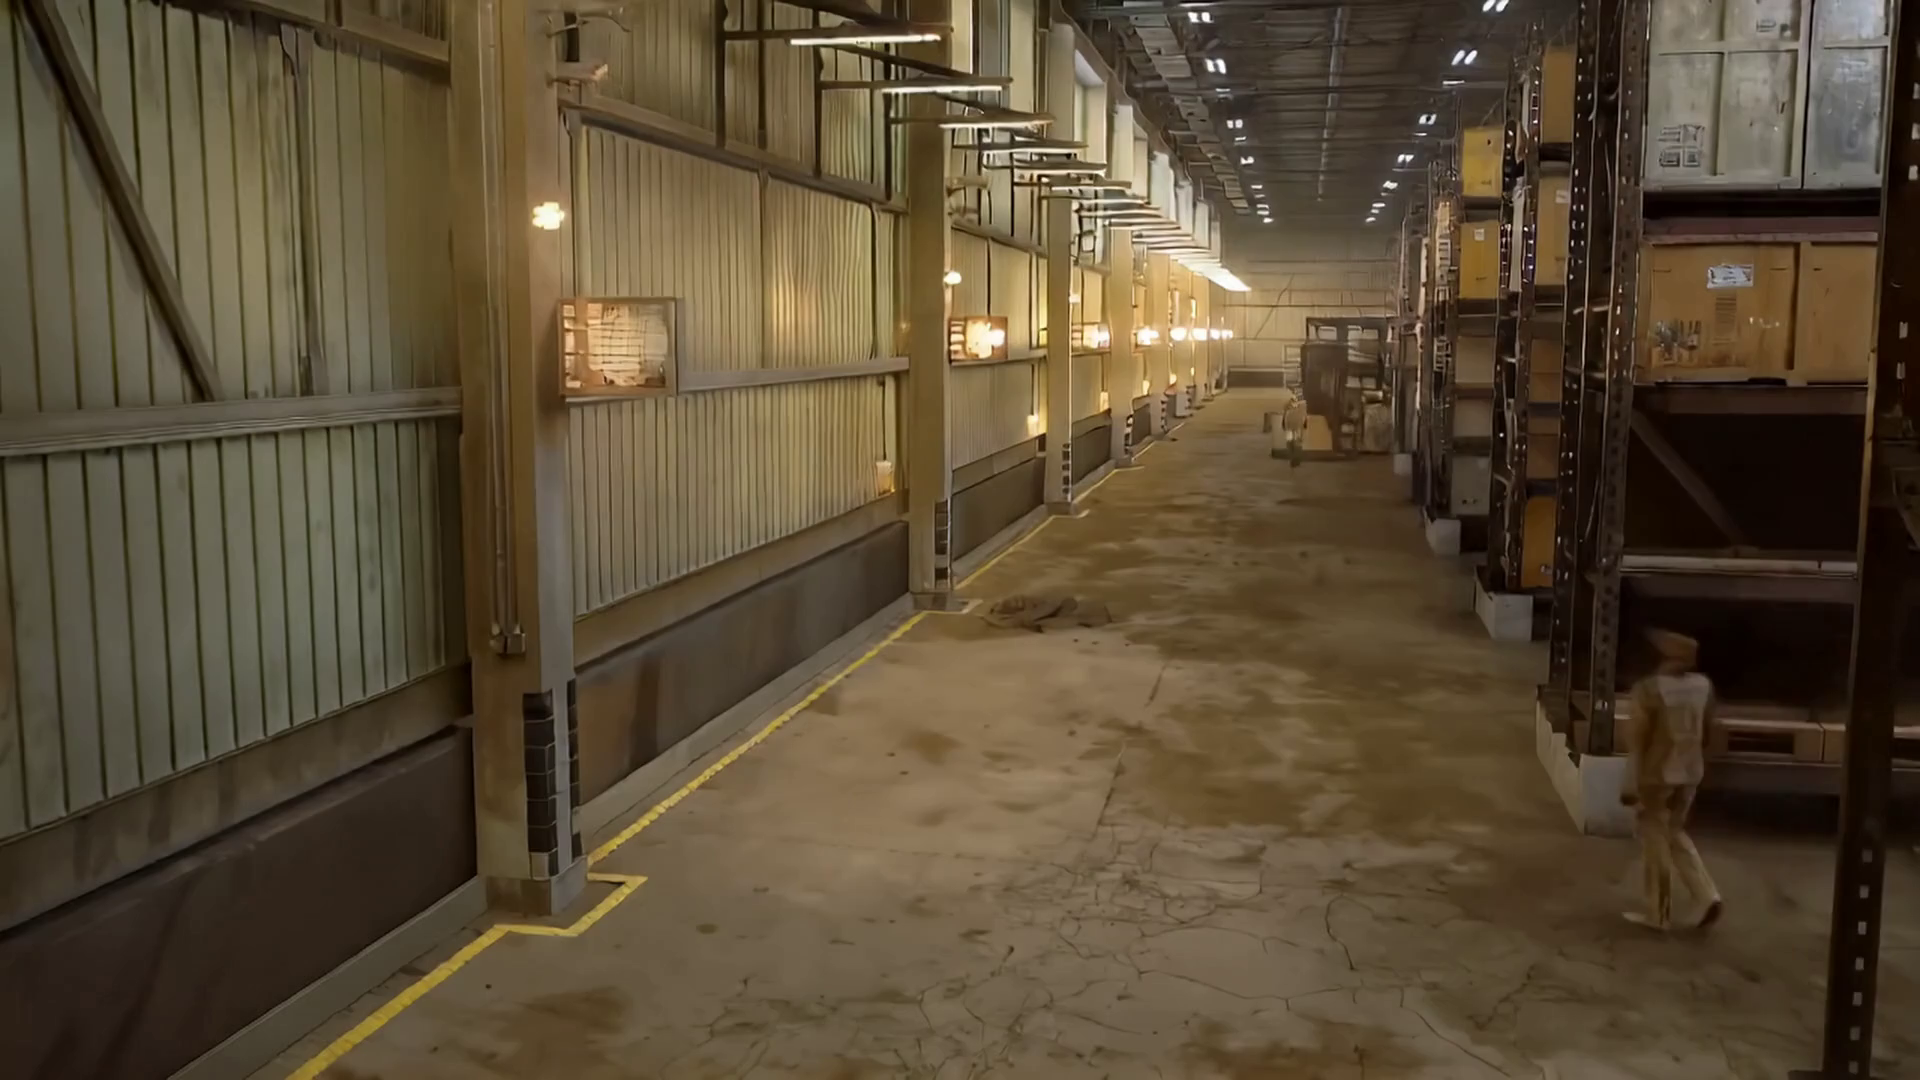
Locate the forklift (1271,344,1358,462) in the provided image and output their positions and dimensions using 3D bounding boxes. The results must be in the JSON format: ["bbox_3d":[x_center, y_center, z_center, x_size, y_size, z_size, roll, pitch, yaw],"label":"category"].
[{"bbox_3d":[8.494,-3.303,39.832,1.873,2.768,1.129,-4,8,-32],"label":"forklift"}]

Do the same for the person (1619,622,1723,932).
[{"bbox_3d":[3.645,1.230,8.503,0.530,1.623,0.440,-3,8,-24],"label":"person"}]

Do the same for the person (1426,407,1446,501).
[{"bbox_3d":[7.826,-1.212,26.918,0.554,1.913,0.686,6,10,42],"label":"person"}]

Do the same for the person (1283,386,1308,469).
[{"bbox_3d":[7.678,-2.589,38.091,0.568,1.888,1.007,1,7,5],"label":"person"}]

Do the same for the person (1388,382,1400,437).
[{"bbox_3d":[12.319,-3.601,46.784,0.347,1.735,0.485,-5,9,-33],"label":"person"}]
